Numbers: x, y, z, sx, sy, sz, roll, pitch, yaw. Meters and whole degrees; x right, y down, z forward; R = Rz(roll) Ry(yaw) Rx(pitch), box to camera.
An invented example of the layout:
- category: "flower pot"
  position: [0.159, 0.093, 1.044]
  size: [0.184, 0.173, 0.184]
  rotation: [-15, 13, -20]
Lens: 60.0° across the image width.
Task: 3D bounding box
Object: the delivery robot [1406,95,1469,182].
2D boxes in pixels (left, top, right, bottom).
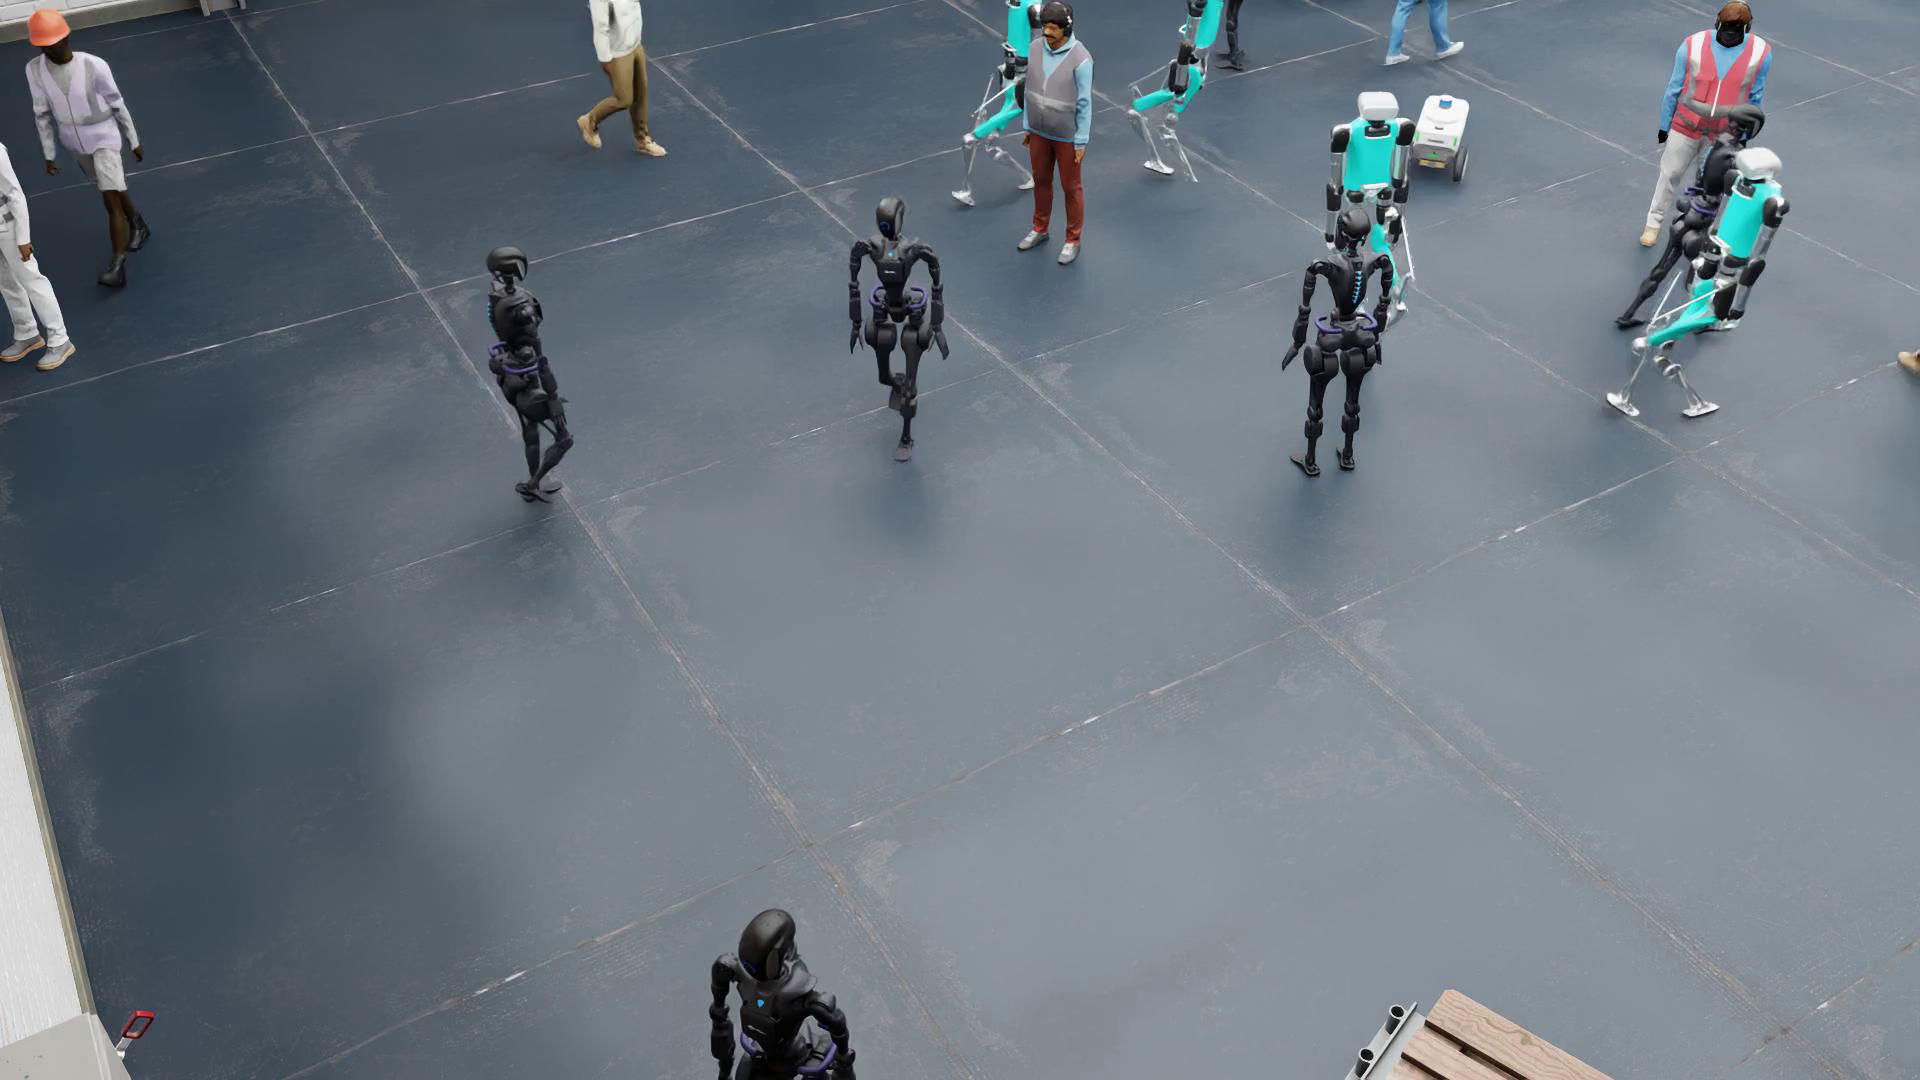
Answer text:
- category: "delivery robot"
  position: [3.774, -3.194, 13.089]
  size: [0.499, 0.592, 0.774]
  rotation: [13, 40, 15]

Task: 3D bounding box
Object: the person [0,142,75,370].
- category: "person"
  position: [-6.070, -1.951, 10.455]
  size: [0.572, 1.883, 0.354]
  rotation: [14, 40, 17]

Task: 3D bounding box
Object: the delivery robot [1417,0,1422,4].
- category: "delivery robot"
  position: [4.507, -5.495, 16.008]
  size: [0.814, 0.610, 0.499]
  rotation: [-8, 39, -10]

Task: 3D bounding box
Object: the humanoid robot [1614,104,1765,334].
- category: "humanoid robot"
  position: [4.819, -2.065, 10.787]
  size: [0.741, 1.629, 0.600]
  rotation: [3, 38, 3]

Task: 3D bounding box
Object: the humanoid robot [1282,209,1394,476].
- category: "humanoid robot"
  position: [2.175, -1.133, 9.576]
  size: [0.599, 1.657, 0.315]
  rotation: [-6, 39, -8]

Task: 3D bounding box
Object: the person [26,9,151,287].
- category: "person"
  position: [-5.999, -2.720, 11.427]
  size: [0.566, 1.877, 1.028]
  rotation: [0, 38, 0]

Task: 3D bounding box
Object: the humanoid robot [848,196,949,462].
- category: "humanoid robot"
  position: [-0.350, -1.325, 9.858]
  size: [0.609, 1.637, 0.718]
  rotation: [5, 39, 6]

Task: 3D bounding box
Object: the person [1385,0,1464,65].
- category: "person"
  position: [4.137, -4.992, 14.434]
  size: [0.758, 1.695, 0.509]
  rotation: [-20, 43, -23]

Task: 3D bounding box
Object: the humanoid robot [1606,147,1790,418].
- category: "humanoid robot"
  position: [4.319, -1.476, 9.999]
  size: [0.912, 1.759, 0.564]
  rotation: [-5, 39, -7]

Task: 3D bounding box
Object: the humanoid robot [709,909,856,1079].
- category: "humanoid robot"
  position: [-0.591, 1.874, 5.794]
  size: [0.589, 1.652, 0.344]
  rotation: [15, 41, 18]

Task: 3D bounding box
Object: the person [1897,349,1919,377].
- category: "person"
  position: [6.356, -1.600, 10.183]
  size: [0.536, 1.666, 0.788]
  rotation: [-7, 39, -9]

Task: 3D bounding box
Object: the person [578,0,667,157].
- category: "person"
  position: [-2.689, -3.795, 12.891]
  size: [0.564, 1.753, 0.528]
  rotation: [13, 40, 16]

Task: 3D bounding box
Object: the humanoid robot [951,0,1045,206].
- category: "humanoid robot"
  position: [0.229, -3.304, 12.317]
  size: [0.997, 1.785, 0.532]
  rotation: [-13, 40, -16]

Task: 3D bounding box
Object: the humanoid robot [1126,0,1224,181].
- category: "humanoid robot"
  position: [1.589, -3.532, 12.584]
  size: [0.791, 1.797, 0.542]
  rotation: [19, 42, 23]

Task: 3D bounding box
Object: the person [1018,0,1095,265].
- category: "person"
  position: [0.685, -2.854, 11.605]
  size: [0.538, 1.871, 0.415]
  rotation: [25, 45, 28]

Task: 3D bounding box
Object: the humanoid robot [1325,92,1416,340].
- category: "humanoid robot"
  position: [2.595, -1.818, 10.469]
  size: [0.546, 1.869, 0.752]
  rotation: [-6, 39, -8]

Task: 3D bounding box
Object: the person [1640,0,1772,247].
- category: "person"
  position: [5.232, -2.893, 11.689]
  size: [0.629, 1.836, 0.431]
  rotation: [12, 40, 15]

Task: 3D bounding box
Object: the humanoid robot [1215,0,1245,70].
- category: "humanoid robot"
  position: [2.396, -4.871, 14.302]
  size: [0.356, 1.654, 0.607]
  rotation: [16, 41, 19]

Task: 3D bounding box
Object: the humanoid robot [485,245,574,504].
- category: "humanoid robot"
  position: [-2.457, -0.904, 9.295]
  size: [0.374, 1.654, 0.603]
  rotation: [-25, 45, -28]
